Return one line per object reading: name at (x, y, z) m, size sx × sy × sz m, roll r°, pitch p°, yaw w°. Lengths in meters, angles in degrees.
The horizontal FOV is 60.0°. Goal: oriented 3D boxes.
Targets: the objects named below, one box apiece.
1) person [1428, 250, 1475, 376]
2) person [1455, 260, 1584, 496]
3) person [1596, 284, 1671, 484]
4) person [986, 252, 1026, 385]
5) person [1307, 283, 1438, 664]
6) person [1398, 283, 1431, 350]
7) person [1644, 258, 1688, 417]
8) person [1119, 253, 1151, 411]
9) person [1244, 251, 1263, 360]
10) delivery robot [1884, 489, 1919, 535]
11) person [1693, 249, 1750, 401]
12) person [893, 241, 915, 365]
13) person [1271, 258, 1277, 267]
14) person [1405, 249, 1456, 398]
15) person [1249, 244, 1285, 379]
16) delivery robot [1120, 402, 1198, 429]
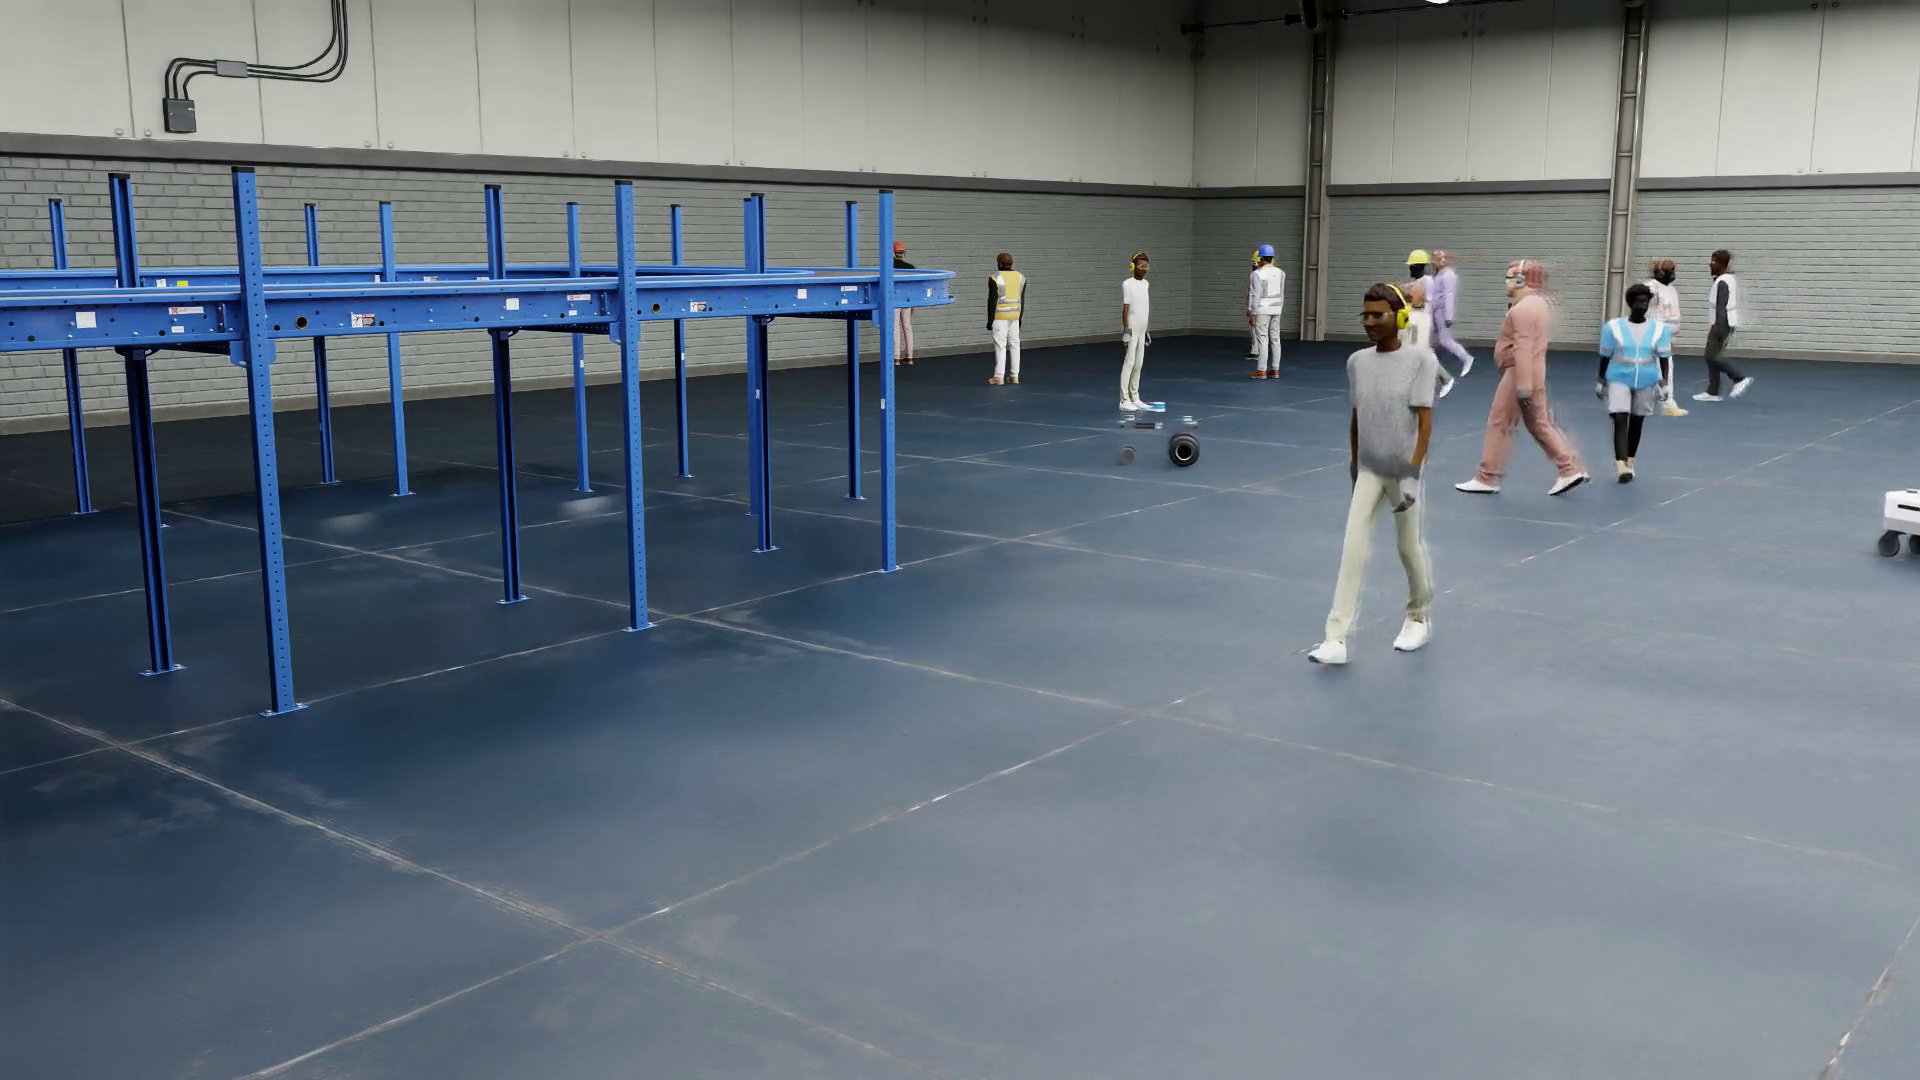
person at (7.153, -3.326, 24.514) m, size 0.826 × 1.875 × 0.646 m, roll -1°, pitch 10°, yaw -3°
person at (4.519, -1.284, 13.206) m, size 0.947 × 1.873 × 0.666 m, roll 6°, pitch 12°, yaw 31°
person at (5.596, -1.286, 13.789) m, size 0.550 × 1.638 × 0.921 m, roll 2°, pitch 10°, yaw 9°
person at (0.625, -3.117, 23.425) m, size 0.627 × 1.844 × 0.429 m, roll -8°, pitch 13°, yaw -36°
person at (2.046, -0.321, 8.010) m, size 0.503 × 1.821 × 0.966 m, roll 8°, pitch 13°, yaw 39°
person at (4.066, -1.508, 15.081) m, size 0.375 × 1.625 × 0.546 m, roll 10°, pitch 14°, yaw 43°
person at (8.089, -2.370, 19.373) m, size 0.861 × 1.812 × 0.632 m, roll 9°, pitch 14°, yaw 42°
person at (2.108, -2.475, 19.816) m, size 0.315 × 1.859 × 0.534 m, roll 8°, pitch 13°, yaw 37°
person at (5.057, -3.983, 28.242) m, size 0.404 × 1.833 × 0.586 m, roll 9°, pitch 14°, yaw 42°
delivery robot at (6.216, -0.164, 10.483) m, size 0.477 × 0.478 × 0.707 m, roll -4°, pitch 11°, yaw -19°
person at (9.652, -2.705, 20.991) m, size 0.539 × 1.903 × 0.588 m, roll 5°, pitch 11°, yaw 25°
person at (-1.004, -3.850, 27.056) m, size 0.621 × 1.992 × 0.397 m, roll -8°, pitch 13°, yaw -37°
person at (5.508, -4.283, 30.239) m, size 0.324 × 1.718 × 0.654 m, roll -1°, pitch 10°, yaw -8°
person at (5.911, -2.761, 21.288) m, size 0.861 × 1.900 × 0.598 m, roll -2°, pitch 10°, yaw -10°
person at (4.477, -3.334, 24.328) m, size 0.605 × 1.948 × 0.403 m, roll -7°, pitch 12°, yaw -32°
delivery robot at (1.818, -1.140, 15.171) m, size 0.698 × 0.223 × 0.335 m, roll 1°, pitch 10°, yaw 7°
